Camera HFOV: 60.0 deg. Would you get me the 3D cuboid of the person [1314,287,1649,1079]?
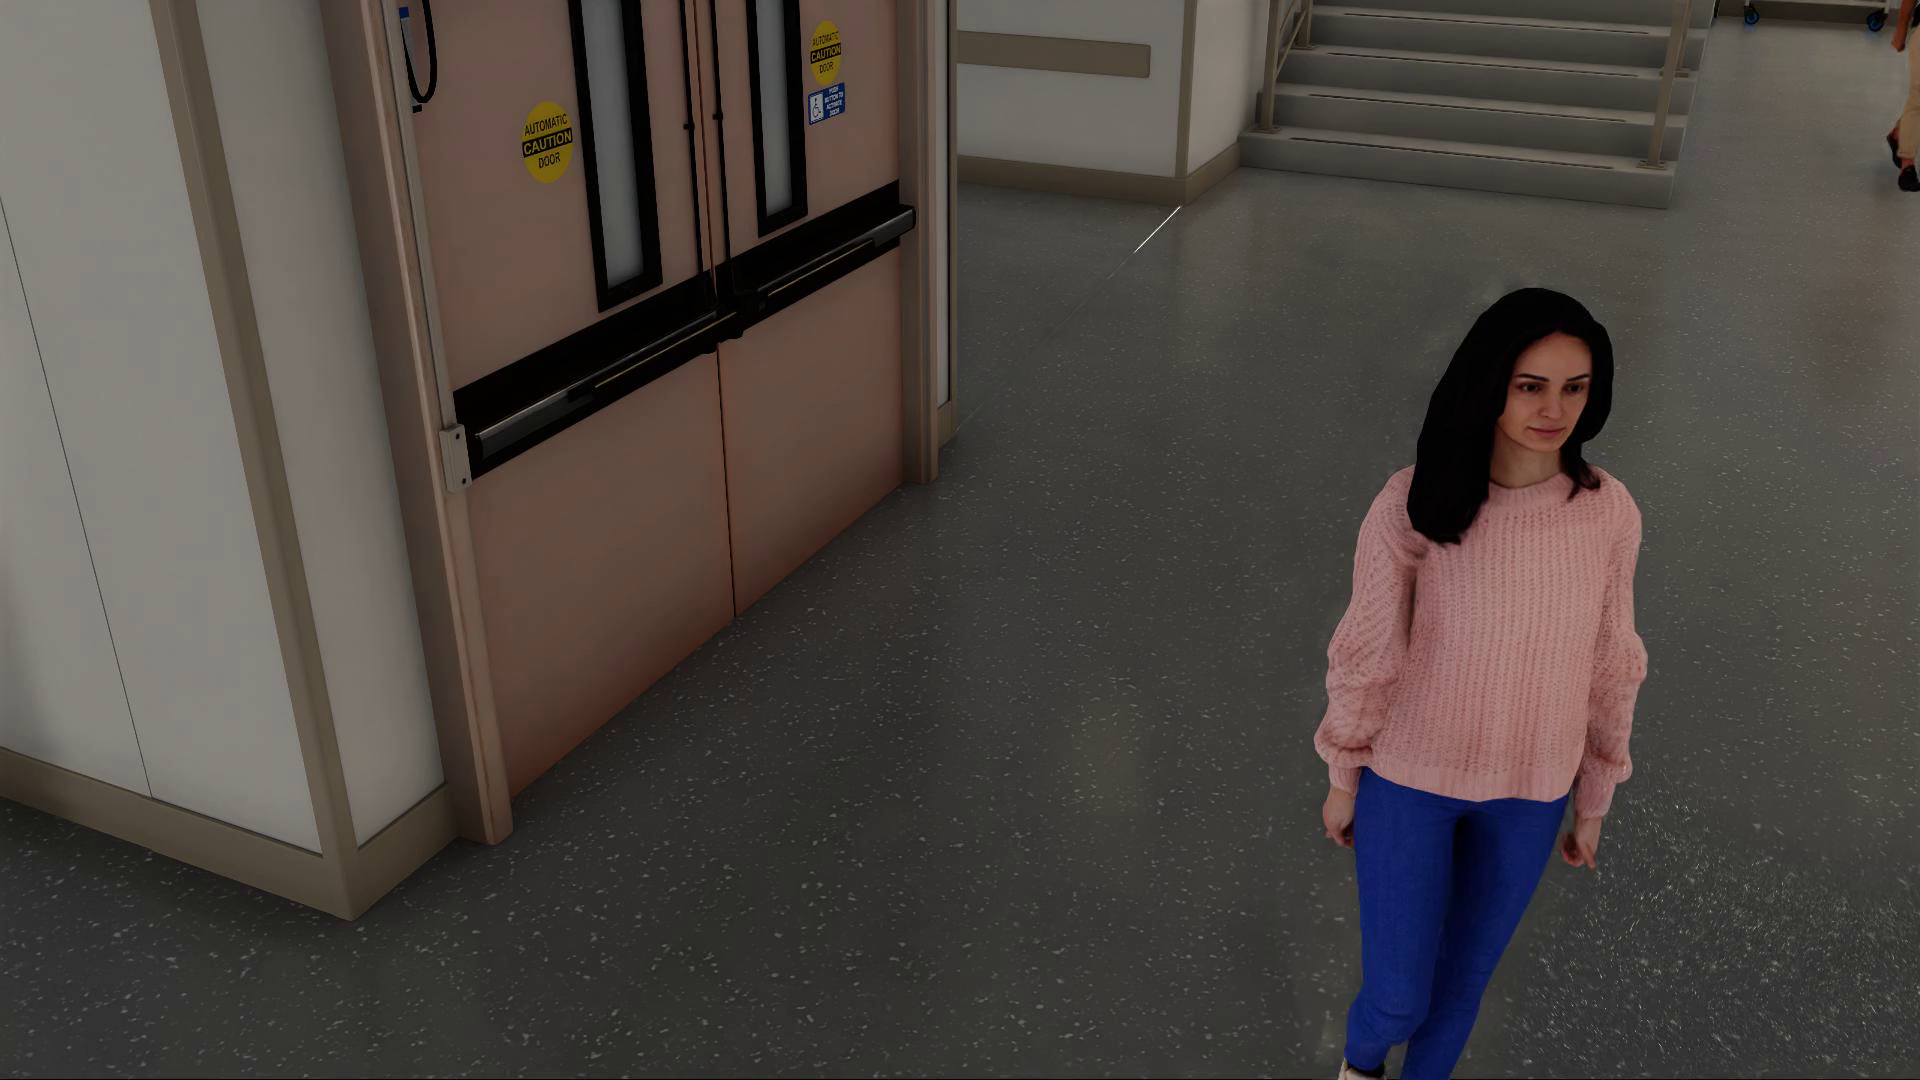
[{"bbox_3d":[0.833,0.392,2.862,0.776,1.763,0.792,0,26,0],"label":"person"}]
